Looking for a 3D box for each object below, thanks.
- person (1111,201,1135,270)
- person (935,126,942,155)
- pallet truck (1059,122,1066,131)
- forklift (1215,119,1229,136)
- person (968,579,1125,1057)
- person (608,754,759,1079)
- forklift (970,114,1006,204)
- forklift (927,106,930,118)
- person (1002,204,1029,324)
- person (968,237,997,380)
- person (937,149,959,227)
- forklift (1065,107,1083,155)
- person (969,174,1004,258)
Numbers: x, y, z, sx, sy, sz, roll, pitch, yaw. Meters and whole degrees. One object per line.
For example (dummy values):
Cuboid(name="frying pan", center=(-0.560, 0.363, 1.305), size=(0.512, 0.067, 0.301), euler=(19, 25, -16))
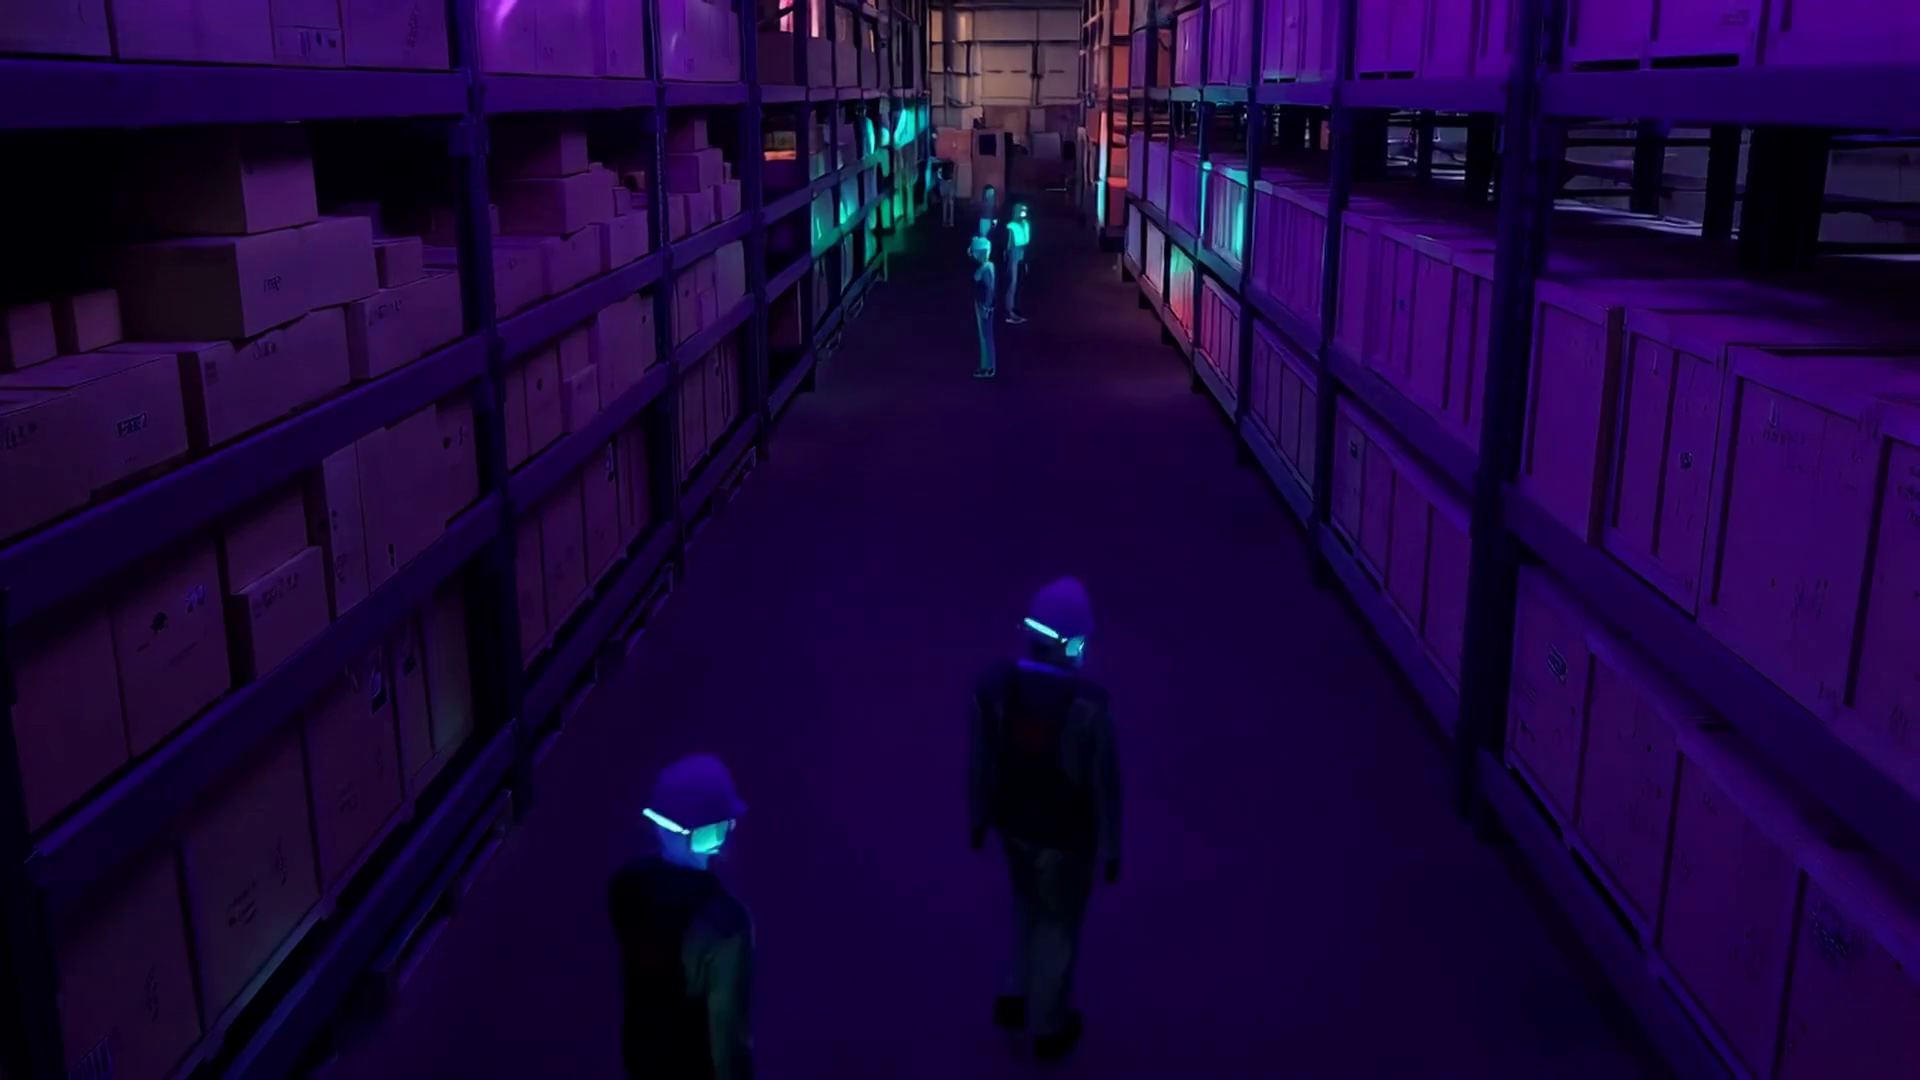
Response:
Cuboid(name="person", center=(3.349, -6.082, 32.851), size=(0.804, 1.599, 0.501), euler=(8, 17, 26))
Cuboid(name="person", center=(-1.044, -20.794, 87.162), size=(0.656, 1.837, 1.006), euler=(-12, 19, -38))
Cuboid(name="pallet truck", center=(5.788, -21.111, 88.014), size=(1.885, 1.965, 0.823), euler=(5, 16, 18))
Cuboid(name="forklift", center=(6.604, -9.610, 43.547), size=(1.873, 2.768, 1.129), euler=(-6, 16, -23))
Cuboid(name="person", center=(0.327, 1.016, 6.031), size=(0.614, 1.809, 0.438), euler=(10, 18, 32))
Cuboid(name="person", center=(-0.692, 1.415, 4.684), size=(0.596, 1.731, 0.554), euler=(13, 20, 40))
Cuboid(name="forklift", center=(0.908, -12.267, 53.433), size=(1.129, 2.768, 1.873), euler=(0, 15, 2))
Cuboid(name="forklift", center=(-1.919, -21.447, 87.590), size=(1.129, 2.768, 1.873), euler=(0, 15, 2))
Cuboid(name="person", center=(0.857, -4.250, 25.598), size=(0.390, 1.834, 0.562), euler=(7, 17, 26))
Cuboid(name="person", center=(0.282, -2.860, 20.561), size=(0.325, 1.760, 0.523), euler=(-4, 16, -14))
Cuboid(name="person", center=(-0.334, -9.333, 44.108), size=(0.614, 2.041, 0.390), euler=(-7, 17, -24))
Cuboid(name="forklift", center=(5.339, -18.612, 77.042), size=(1.129, 2.768, 1.873), euler=(-7, 17, -24))
Cuboid(name="person", center=(0.622, -6.918, 35.613), size=(0.987, 1.785, 0.658), euler=(-3, 15, -11))
